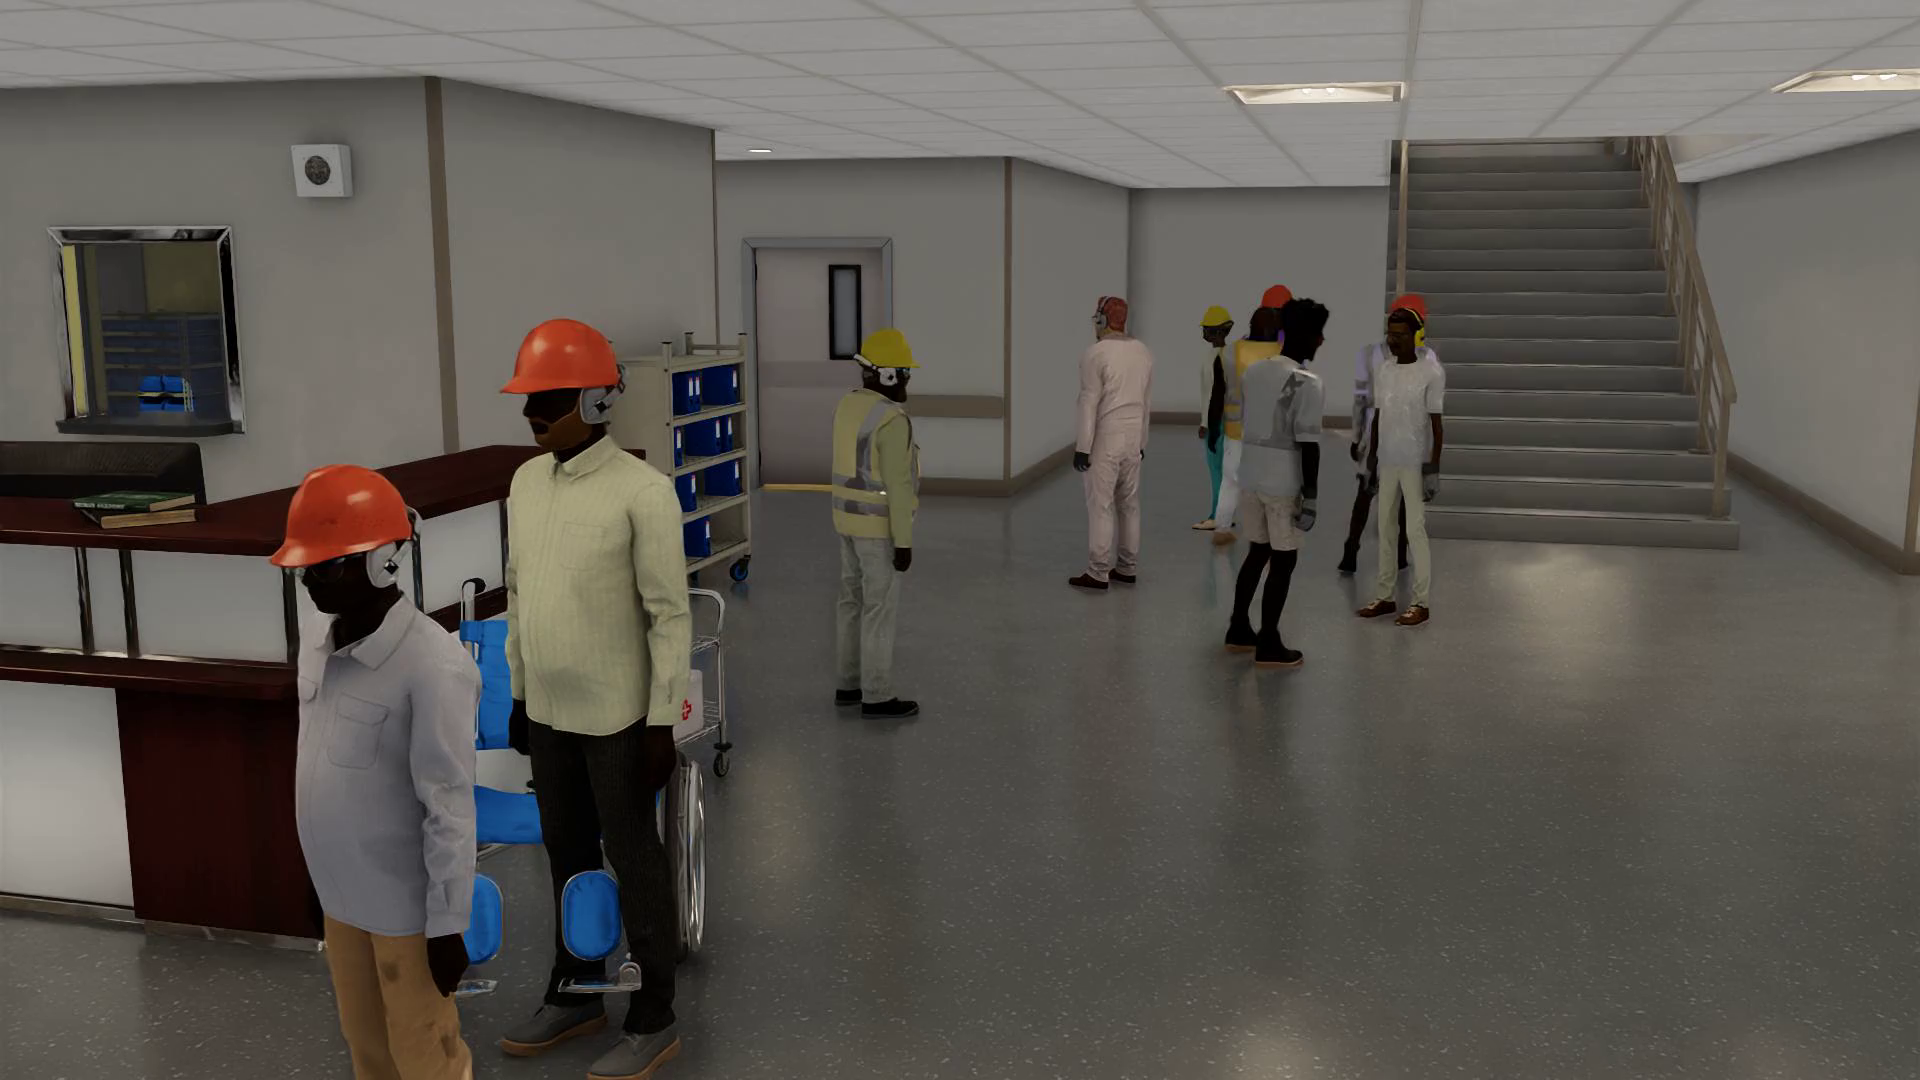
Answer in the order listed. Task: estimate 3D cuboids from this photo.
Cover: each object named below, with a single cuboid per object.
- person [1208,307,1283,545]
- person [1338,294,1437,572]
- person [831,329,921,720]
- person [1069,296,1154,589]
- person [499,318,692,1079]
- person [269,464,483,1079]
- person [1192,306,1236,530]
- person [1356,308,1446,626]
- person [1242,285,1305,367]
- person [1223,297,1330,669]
[{"bbox_3d":[2.163,-0.793,12.154,0.659,1.794,0.682,3,10,17],"label":"person"},{"bbox_3d":[2.894,-0.694,11.249,0.584,1.891,0.753,4,10,22],"label":"person"},{"bbox_3d":[-0.384,-0.073,7.804,0.414,1.823,0.598,-6,11,-30],"label":"person"},{"bbox_3d":[0.977,-0.636,10.888,0.650,1.901,0.399,-9,13,-44],"label":"person"},{"bbox_3d":[-0.974,0.425,4.339,0.625,1.992,0.389,7,12,36],"label":"person"},{"bbox_3d":[-1.203,0.707,3.424,0.564,1.743,0.348,8,13,40],"label":"person"},{"bbox_3d":[2.024,-0.958,13.156,0.328,1.769,0.526,6,11,32],"label":"person"},{"bbox_3d":[2.598,-0.428,9.776,0.321,1.861,0.516,-7,12,-36],"label":"person"},{"bbox_3d":[2.426,-0.995,12.866,0.542,1.939,0.362,6,11,32],"label":"person"},{"bbox_3d":[1.688,-0.299,8.753,0.411,1.942,0.621,-5,11,-26],"label":"person"}]
